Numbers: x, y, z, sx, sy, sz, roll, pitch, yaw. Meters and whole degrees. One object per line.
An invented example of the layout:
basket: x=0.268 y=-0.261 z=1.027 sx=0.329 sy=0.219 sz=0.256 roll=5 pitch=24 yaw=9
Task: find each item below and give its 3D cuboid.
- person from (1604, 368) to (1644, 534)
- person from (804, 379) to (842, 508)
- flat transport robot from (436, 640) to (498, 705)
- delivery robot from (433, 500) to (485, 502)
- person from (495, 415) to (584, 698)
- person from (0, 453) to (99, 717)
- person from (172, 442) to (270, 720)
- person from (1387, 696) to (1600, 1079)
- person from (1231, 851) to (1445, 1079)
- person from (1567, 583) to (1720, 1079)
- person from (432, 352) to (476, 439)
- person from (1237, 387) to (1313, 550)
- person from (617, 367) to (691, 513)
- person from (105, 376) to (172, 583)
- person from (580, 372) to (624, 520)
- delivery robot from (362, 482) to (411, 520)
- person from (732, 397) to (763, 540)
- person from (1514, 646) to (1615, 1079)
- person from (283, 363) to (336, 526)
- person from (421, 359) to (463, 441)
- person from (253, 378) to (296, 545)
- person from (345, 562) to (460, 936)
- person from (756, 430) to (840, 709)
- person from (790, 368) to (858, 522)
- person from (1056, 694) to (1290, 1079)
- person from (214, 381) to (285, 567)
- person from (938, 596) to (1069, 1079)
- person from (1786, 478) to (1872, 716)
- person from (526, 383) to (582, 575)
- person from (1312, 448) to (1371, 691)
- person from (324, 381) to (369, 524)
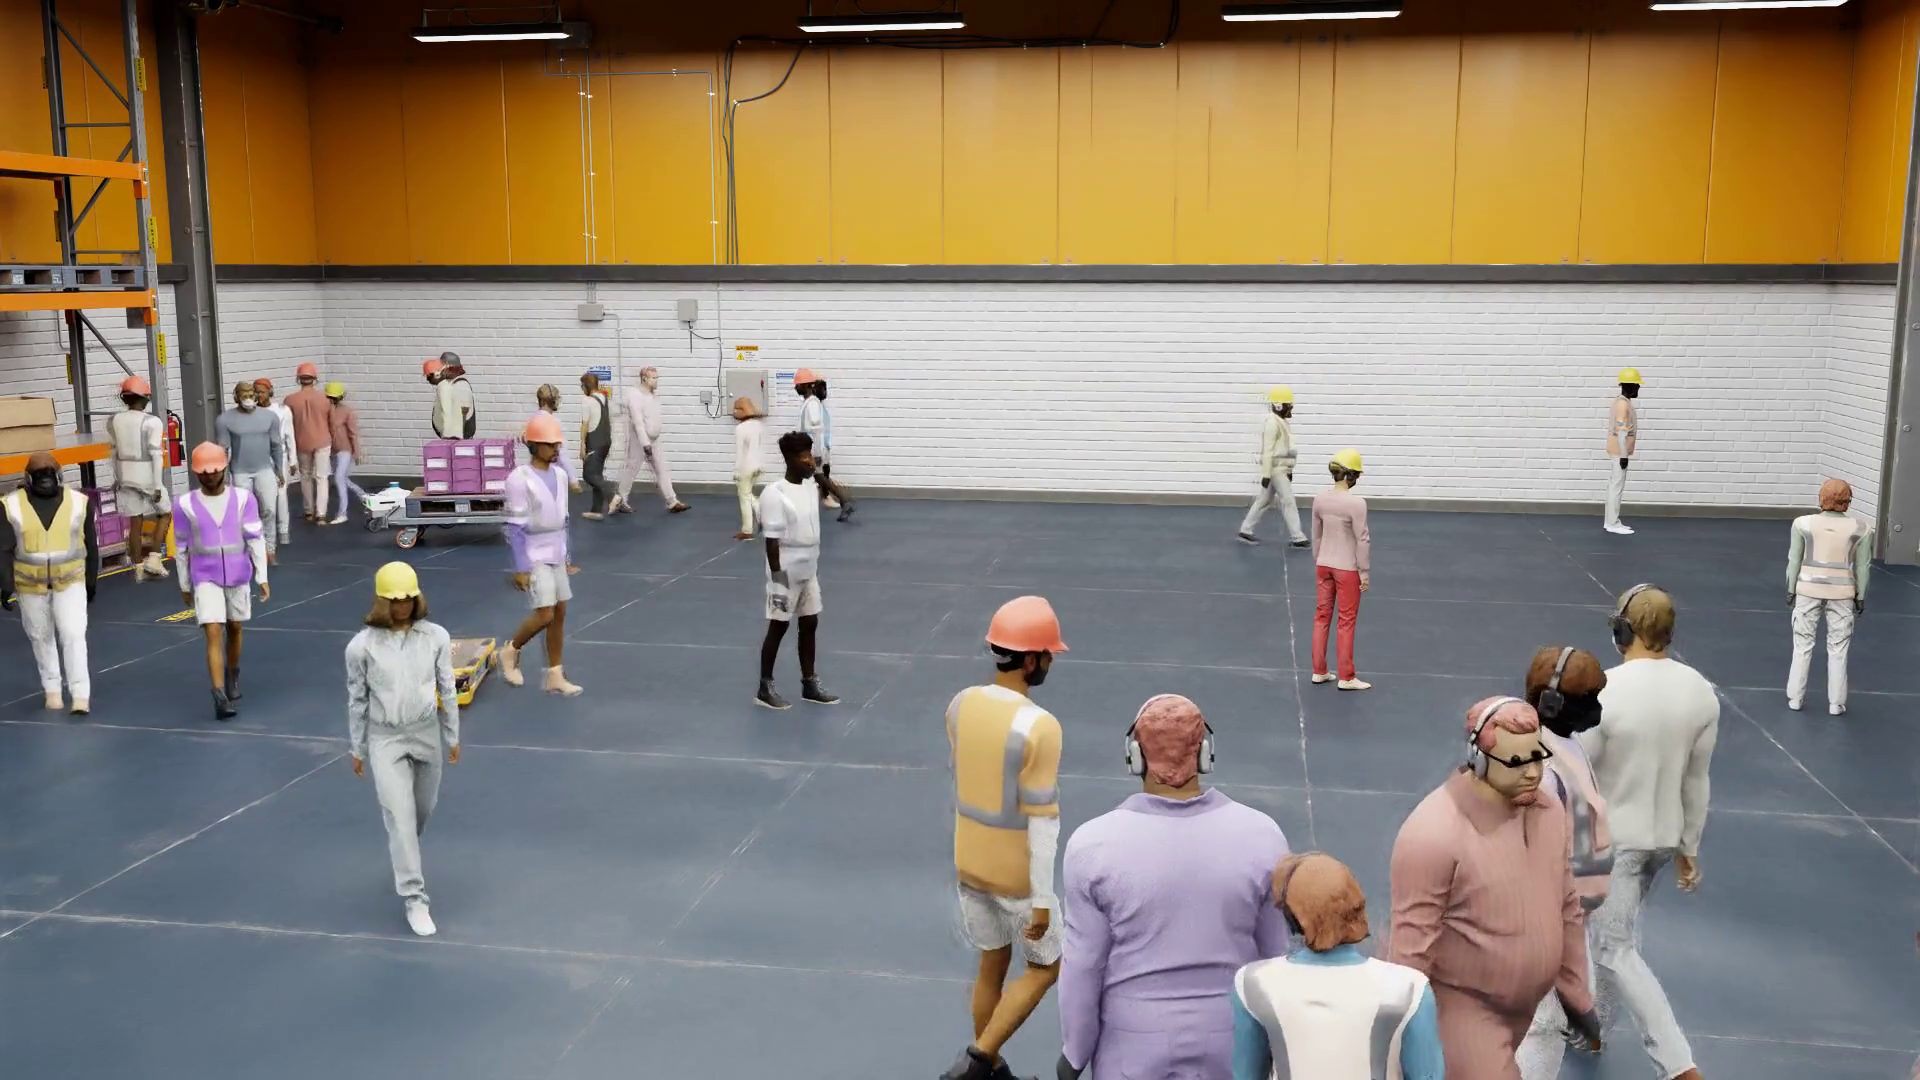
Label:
person: x=7.719 y=-1.040 z=19.366 sx=0.371 sy=1.929 sz=0.584 roll=3 pitch=10 yaw=18
person: x=-1.902 y=-1.244 z=21.418 sx=0.743 sy=1.673 sz=0.530 roll=1 pitch=9 yaw=6
flat transport robot: x=-3.822 y=0.944 z=12.183 sx=0.652 sy=0.197 sz=1.431 roll=-1 pitch=9 yaw=-7
delivery robot: x=-6.007 y=-0.493 z=19.934 sx=0.707 sy=0.478 sz=0.477 roll=-7 pitch=11 yaw=-37
person: x=-2.990 y=0.121 z=11.840 sx=0.554 sy=2.032 sz=0.625 roll=4 pitch=10 yaw=23
person: x=-6.184 y=0.322 z=11.307 sx=0.625 sy=1.798 sz=0.924 roll=-5 pitch=10 yaw=-28
person: x=-5.108 y=0.257 z=11.498 sx=0.553 sy=1.887 sz=0.990 roll=-6 pitch=11 yaw=-32
person: x=1.579 y=1.351 z=4.741 sx=0.664 sy=1.849 sz=0.988 roll=-8 pitch=12 yaw=-40
person: x=0.930 y=1.575 z=4.118 sx=0.547 sy=1.617 sz=0.374 roll=4 pitch=10 yaw=22
person: x=2.488 y=1.110 z=6.088 sx=0.629 sy=1.913 sz=0.925 roll=-4 pitch=10 yaw=-24
person: x=-6.488 y=-1.412 z=21.327 sx=0.537 sy=2.000 sz=0.686 roll=-4 pitch=10 yaw=-23
person: x=3.480 y=-0.794 z=18.293 sx=0.921 sy=1.789 sz=0.609 roll=3 pitch=10 yaw=18
person: x=-3.926 y=-1.240 z=20.838 sx=0.986 sy=1.855 sz=0.649 roll=3 pitch=10 yaw=20
person: x=-8.007 y=-0.589 z=16.261 sx=0.616 sy=2.026 sz=0.446 roll=1 pitch=9 yaw=6
person: x=-4.383 y=-1.131 z=20.300 sx=0.613 sy=1.812 sz=0.569 roll=5 pitch=10 yaw=26
delivery robot: x=-6.660 y=-0.440 z=19.607 sx=0.707 sy=0.478 sz=0.477 roll=-5 pitch=11 yaw=-30
person: x=-2.417 y=-0.800 z=18.799 sx=0.361 sy=1.620 sz=0.517 roll=4 pitch=10 yaw=23
person: x=1.943 y=1.237 z=5.586 sx=0.459 sy=1.818 sz=0.647 roll=4 pitch=10 yaw=22
person: x=-7.786 y=-1.150 z=20.025 sx=0.633 sy=1.947 sz=1.010 roll=-3 pitch=10 yaw=-19
person: x=-6.357 y=-1.306 z=20.950 sx=0.752 sy=1.951 sz=0.681 roll=-3 pitch=10 yaw=-18
person: x=-7.687 y=-0.852 z=18.422 sx=0.593 sy=1.859 sz=0.701 roll=-2 pitch=9 yaw=-13
person: x=-2.649 y=0.923 z=7.883 sx=0.492 sy=1.711 sz=0.847 roll=-7 pitch=11 yaw=-36
person: x=-1.145 y=0.203 z=11.578 sx=0.411 sy=1.964 sz=0.628 roll=5 pitch=11 yaw=29
person: x=-1.723 y=-1.123 z=20.030 sx=0.963 sy=1.899 sz=0.562 roll=-1 pitch=9 yaw=-6
person: x=0.574 y=1.357 z=4.586 sx=0.639 sy=1.902 sz=0.407 roll=-1 pitch=9 yaw=-8
person: x=-7.245 y=-0.658 z=17.022 sx=0.662 sy=1.915 sz=0.710 roll=-5 pitch=11 yaw=-30
person: x=0.142 y=1.149 z=5.846 sx=0.522 sy=1.922 sz=0.547 roll=-8 pitch=12 yaw=-42
person: x=5.948 y=0.390 z=11.422 sx=0.509 sy=1.629 sz=0.315 roll=5 pitch=10 yaw=27
person: x=-4.055 y=-0.595 z=16.597 sx=0.447 sy=1.935 sz=0.652 roll=-6 pitch=11 yaw=-33
person: x=2.782 y=0.212 z=12.116 sx=0.317 sy=1.765 sz=0.522 roll=-6 pitch=11 yaw=-34
person: x=-7.475 y=-1.083 z=20.271 sx=0.567 sy=1.735 sz=0.697 roll=5 pitch=10 yaw=29
